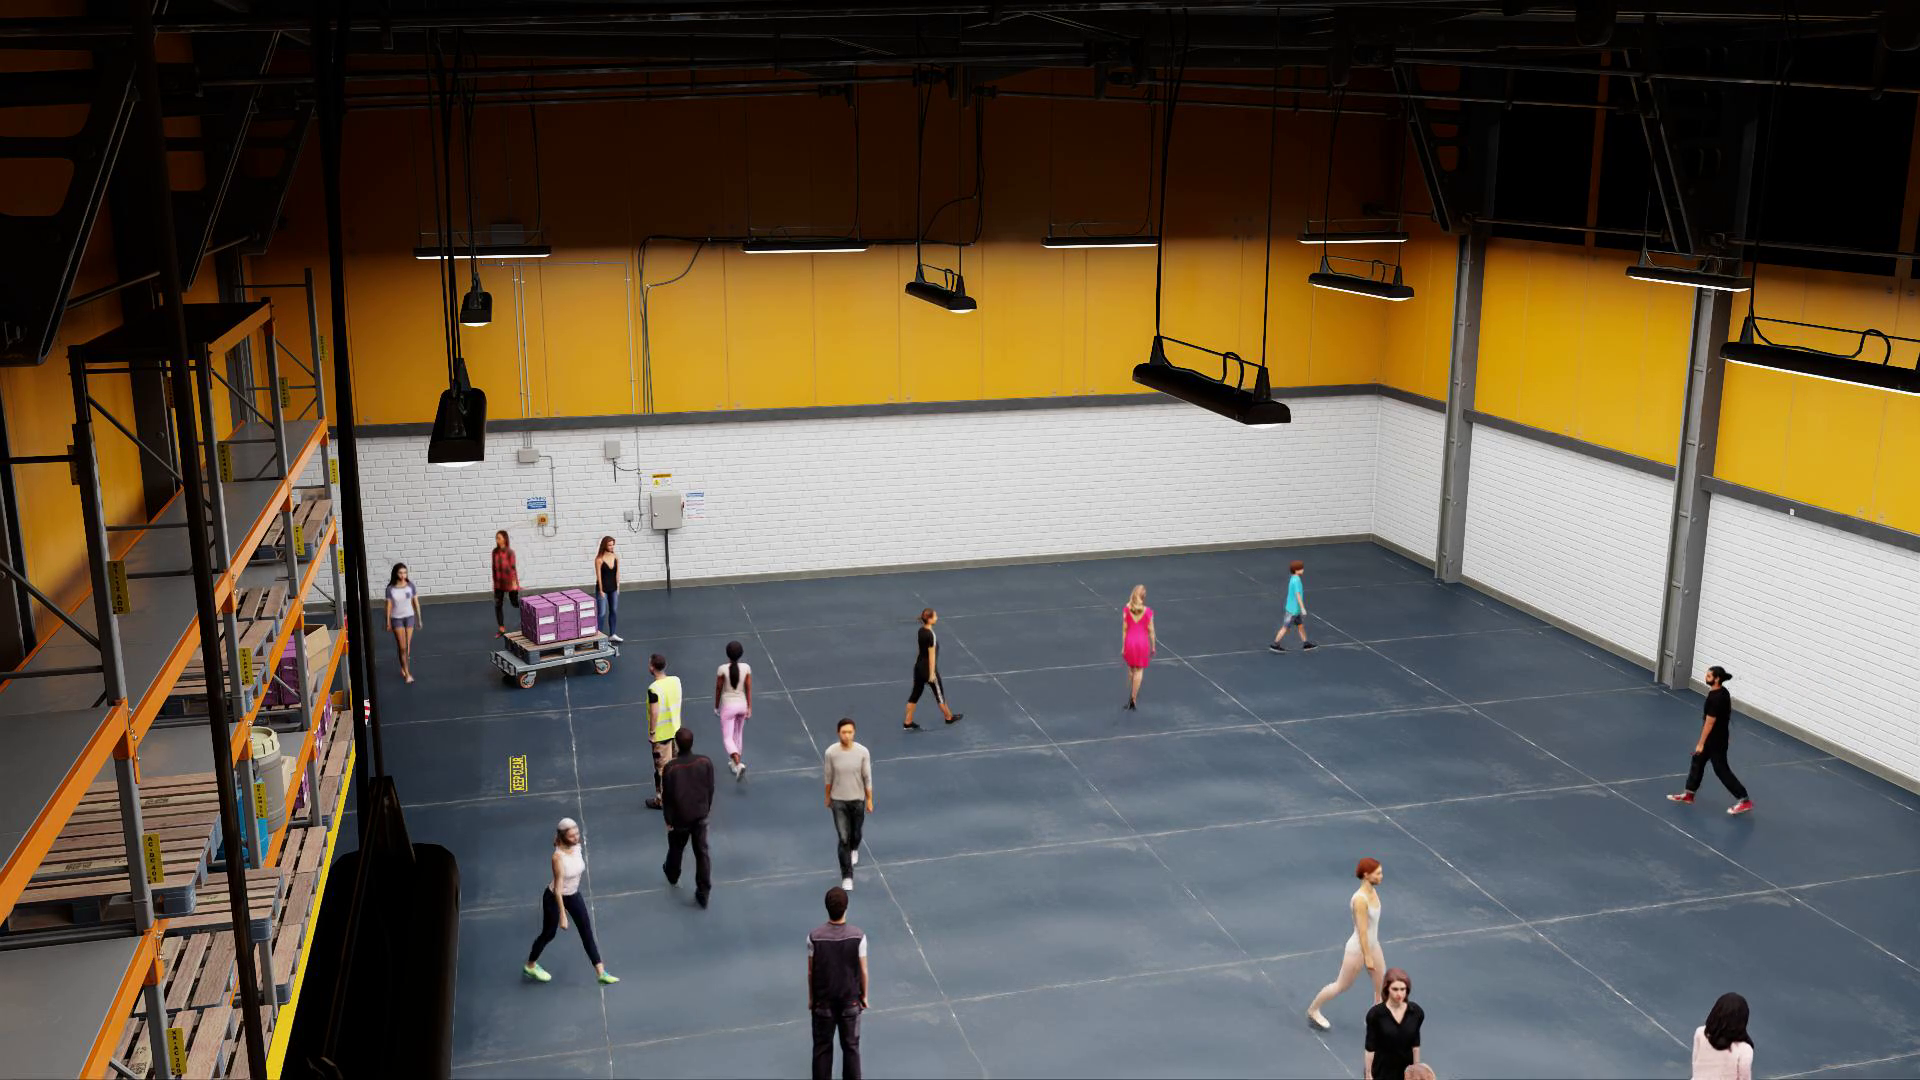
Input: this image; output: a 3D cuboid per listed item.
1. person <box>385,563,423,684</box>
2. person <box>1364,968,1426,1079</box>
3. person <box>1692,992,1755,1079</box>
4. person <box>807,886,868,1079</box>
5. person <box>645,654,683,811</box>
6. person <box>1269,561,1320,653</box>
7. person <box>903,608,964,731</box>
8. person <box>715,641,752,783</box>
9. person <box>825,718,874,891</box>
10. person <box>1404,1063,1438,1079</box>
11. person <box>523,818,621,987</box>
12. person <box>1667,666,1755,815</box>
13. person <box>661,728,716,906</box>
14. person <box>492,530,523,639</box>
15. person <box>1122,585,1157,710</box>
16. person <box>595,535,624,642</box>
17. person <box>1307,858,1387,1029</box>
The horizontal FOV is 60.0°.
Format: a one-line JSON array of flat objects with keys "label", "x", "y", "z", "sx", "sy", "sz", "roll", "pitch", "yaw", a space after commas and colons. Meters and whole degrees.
[{"label": "person", "x": -8.031, "y": 1.160, "z": 23.877, "sx": 0.824, "sy": 1.702, "sz": 1.015, "roll": -10, "pitch": 17, "yaw": -35}, {"label": "person", "x": 3.190, "y": 3.951, "z": 12.342, "sx": 0.616, "sy": 1.704, "sz": 0.544, "roll": -2, "pitch": 14, "yaw": -6}, {"label": "person", "x": 5.388, "y": 4.045, "z": 11.820, "sx": 0.747, "sy": 1.768, "sz": 0.550, "roll": -6, "pitch": 15, "yaw": -25}, {"label": "person", "x": -0.989, "y": 3.651, "z": 13.281, "sx": 0.669, "sy": 1.847, "sz": 0.622, "roll": -1, "pitch": 14, "yaw": -5}, {"label": "person", "x": -3.425, "y": 2.201, "z": 19.274, "sx": 0.920, "sy": 1.844, "sz": 0.861, "roll": 8, "pitch": 16, "yaw": 30}, {"label": "person", "x": 4.954, "y": 1.026, "z": 25.032, "sx": 0.840, "sy": 1.417, "sz": 0.971, "roll": 2, "pitch": 14, "yaw": 8}, {"label": "person", "x": -0.506, "y": 1.719, "z": 21.730, "sx": 0.833, "sy": 1.626, "sz": 1.069, "roll": -7, "pitch": 15, "yaw": -28}, {"label": "person", "x": -2.711, "y": 2.083, "z": 20.027, "sx": 0.694, "sy": 1.718, "sz": 1.098, "roll": -6, "pitch": 15, "yaw": -22}, {"label": "person", "x": -1.165, "y": 2.690, "z": 17.404, "sx": 0.776, "sy": 1.773, "sz": 1.203, "roll": -2, "pitch": 14, "yaw": -6}, {"label": "person", "x": 3.107, "y": 4.308, "z": 10.930, "sx": 0.712, "sy": 1.674, "sz": 0.804, "roll": -7, "pitch": 15, "yaw": -28}, {"label": "person", "x": -3.689, "y": 3.309, "z": 15.130, "sx": 1.181, "sy": 1.641, "sz": 1.227, "roll": 4, "pitch": 14, "yaw": 16}, {"label": "person", "x": 8.754, "y": 2.315, "z": 19.058, "sx": 1.166, "sy": 1.725, "sz": 1.166, "roll": 6, "pitch": 15, "yaw": 22}, {"label": "person", "x": -2.706, "y": 2.820, "z": 16.802, "sx": 0.842, "sy": 1.804, "sz": 1.104, "roll": -6, "pitch": 15, "yaw": -24}, {"label": "person", "x": -7.035, "y": 0.671, "z": 25.952, "sx": 1.003, "sy": 1.675, "sz": 1.138, "roll": 5, "pitch": 15, "yaw": 21}, {"label": "person", "x": 2.396, "y": 1.473, "z": 22.588, "sx": 0.871, "sy": 1.700, "sz": 0.982, "roll": 5, "pitch": 14, "yaw": 19}, {"label": "person", "x": -5.414, "y": 0.759, "z": 25.502, "sx": 0.686, "sy": 1.716, "sz": 0.659, "roll": 12, "pitch": 18, "yaw": 41}, {"label": "person", "x": 3.374, "y": 3.522, "z": 14.326, "sx": 1.096, "sy": 1.605, "sz": 1.008, "roll": 9, "pitch": 16, "yaw": 32}]
